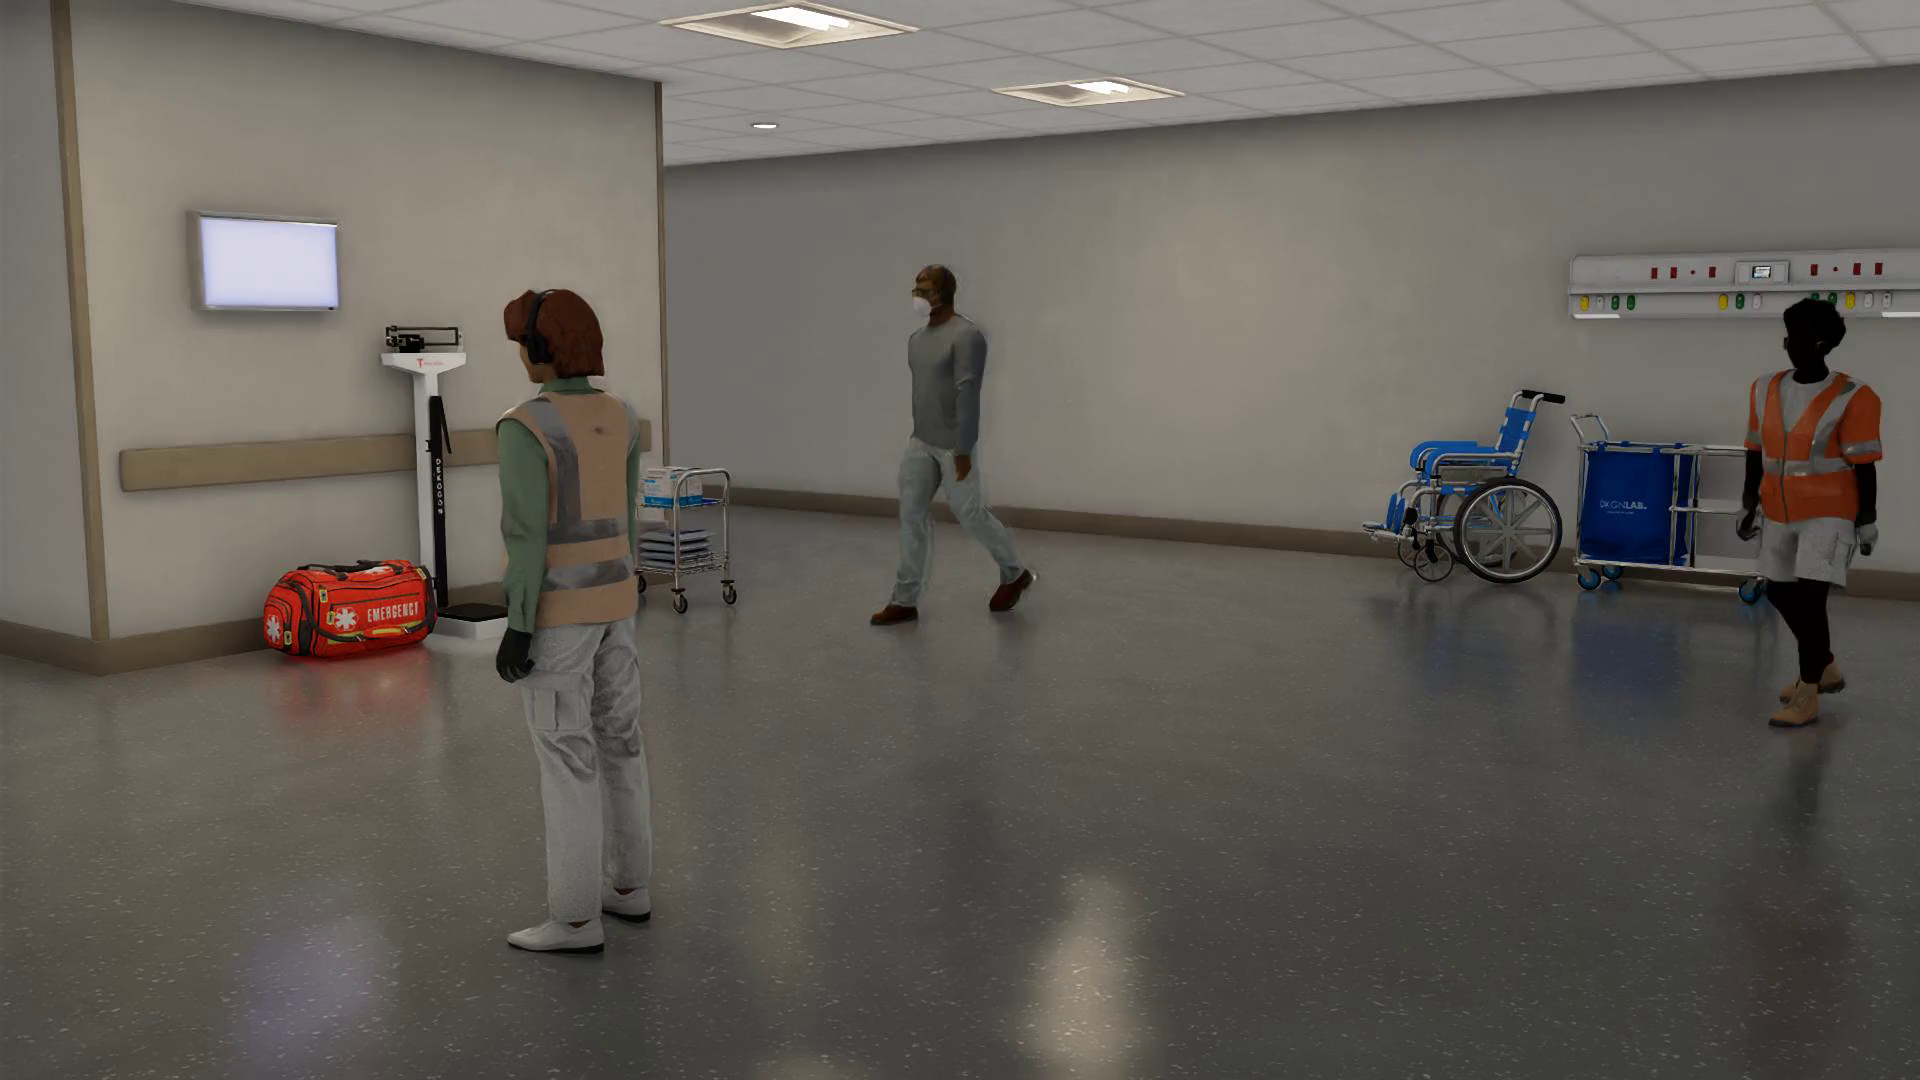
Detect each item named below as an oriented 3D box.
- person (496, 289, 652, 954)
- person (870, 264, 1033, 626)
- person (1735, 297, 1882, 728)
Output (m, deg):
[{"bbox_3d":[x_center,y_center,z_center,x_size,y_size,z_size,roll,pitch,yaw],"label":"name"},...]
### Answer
[{"bbox_3d":[-0.963,0.201,4.142,0.310,1.636,0.523,3,8,21],"label":"person"},{"bbox_3d":[-0.030,-0.515,8.868,0.979,1.907,0.632,-6,9,-38],"label":"person"},{"bbox_3d":[3.397,-0.113,6.531,0.596,1.668,0.547,-3,8,-25],"label":"person"}]
